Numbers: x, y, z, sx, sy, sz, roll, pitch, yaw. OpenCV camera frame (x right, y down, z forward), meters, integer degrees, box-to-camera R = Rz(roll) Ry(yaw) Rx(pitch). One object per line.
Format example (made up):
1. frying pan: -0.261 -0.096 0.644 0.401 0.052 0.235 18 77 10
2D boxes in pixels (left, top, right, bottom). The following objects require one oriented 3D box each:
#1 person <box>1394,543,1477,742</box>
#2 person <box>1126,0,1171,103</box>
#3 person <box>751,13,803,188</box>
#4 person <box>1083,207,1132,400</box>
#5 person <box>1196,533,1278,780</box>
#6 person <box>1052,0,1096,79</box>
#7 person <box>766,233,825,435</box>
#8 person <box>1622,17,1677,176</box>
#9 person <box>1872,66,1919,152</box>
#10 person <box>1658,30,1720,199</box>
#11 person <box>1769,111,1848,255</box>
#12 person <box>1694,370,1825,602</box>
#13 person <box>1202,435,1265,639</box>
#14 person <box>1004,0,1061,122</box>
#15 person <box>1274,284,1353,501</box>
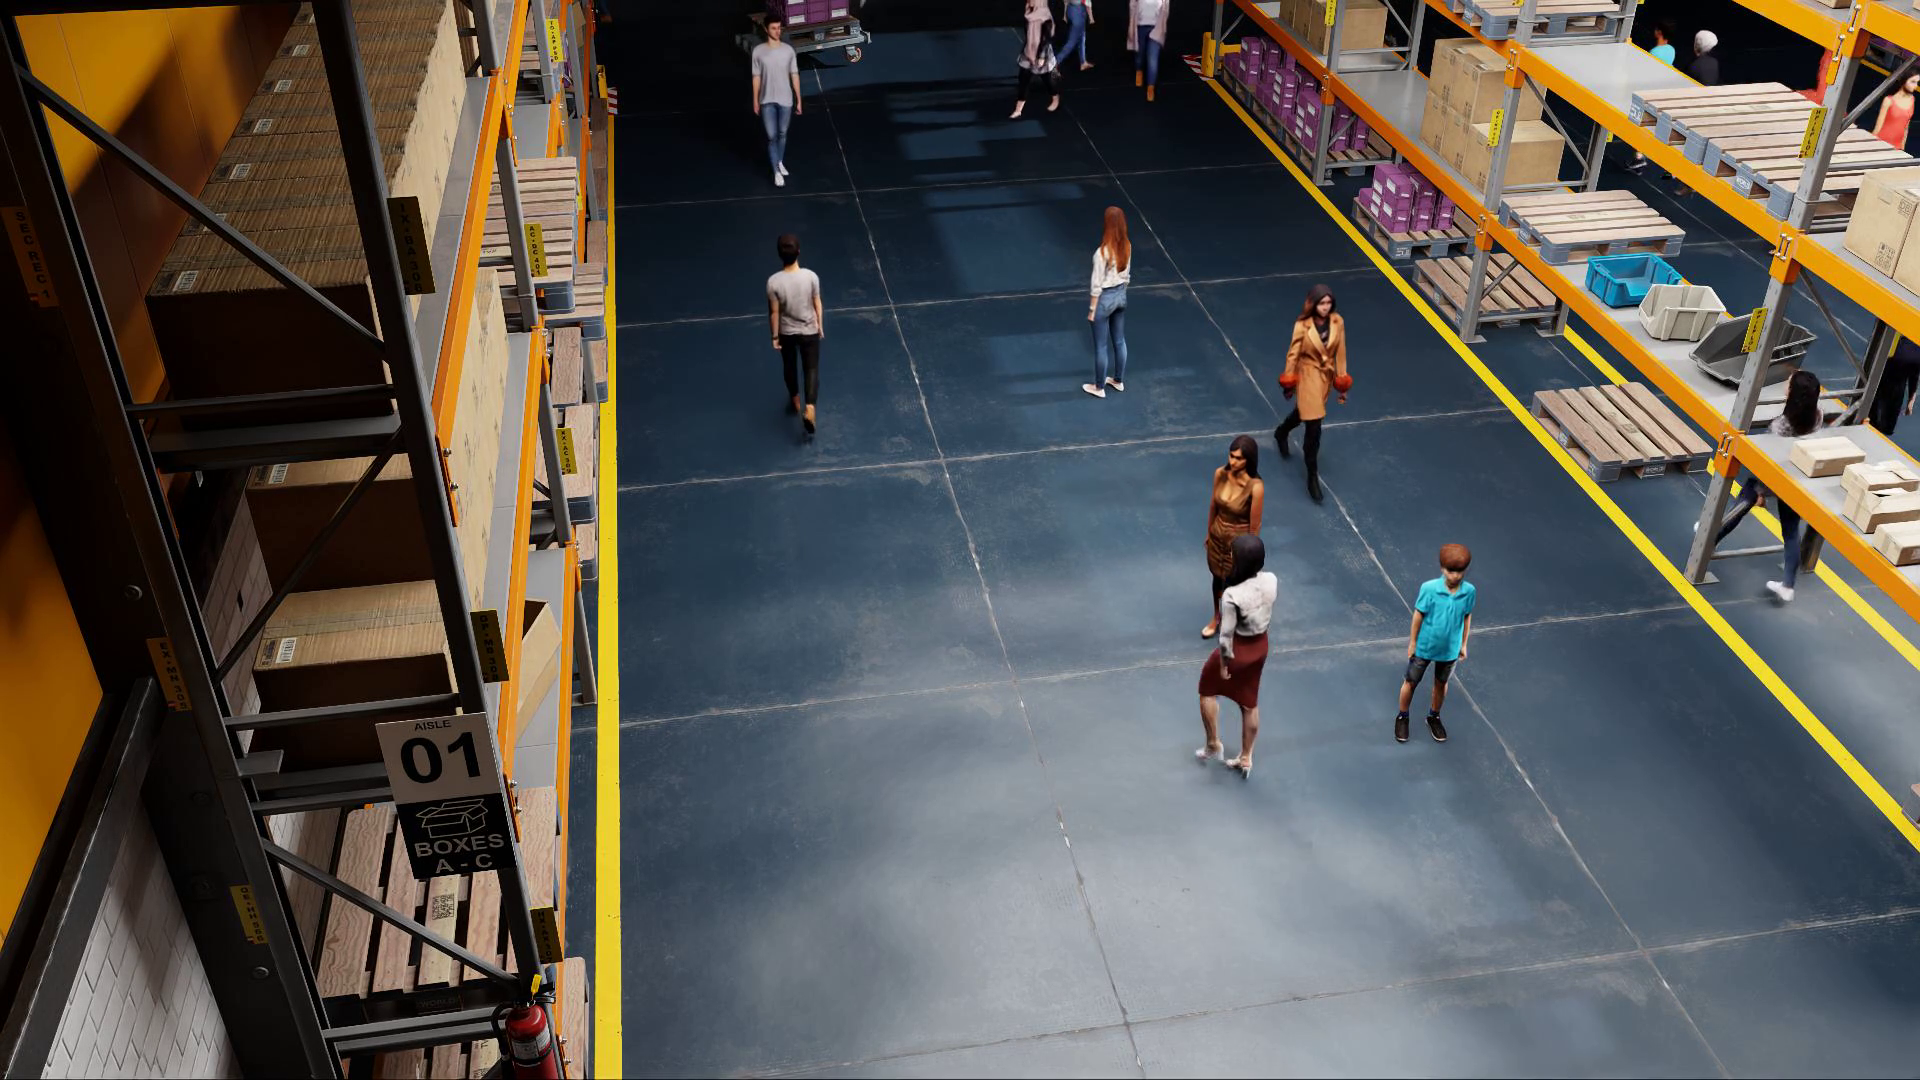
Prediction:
1. person: 3.035 0.639 10.580 0.555 1.448 0.529 0 34 0
2. person: 2.370 -6.500 21.087 0.901 1.707 1.197 4 34 6
3. person: -2.099 -4.962 18.635 0.834 1.859 1.038 -15 36 -21
4. person: 1.299 -2.061 14.388 0.649 1.729 0.660 -25 41 -33
5. person: 1.770 0.760 10.136 0.714 1.738 0.742 -18 38 -25
6. person: 1.456 -6.804 21.659 0.924 1.580 1.089 -19 38 -26
7. person: -1.353 -1.708 13.890 0.695 1.693 1.069 -1 34 -2
8. person: 7.807 -4.932 18.679 0.739 1.762 0.759 -21 39 -28
9. person: 9.699 -4.164 17.572 0.674 1.707 0.652 -15 36 -21
10. person: 7.803 -4.441 17.460 0.909 1.760 0.957 -18 38 -25
11. person: 8.630 -3.607 16.809 0.714 1.624 0.612 -19 38 -26
12. person: 5.913 -0.353 11.865 0.670 1.679 1.170 -7 34 -10
13. person: 1.858 0.022 11.295 0.701 1.684 0.607 -27 42 -35
14. person: 1.017 -5.935 20.344 1.058 1.588 1.139 -25 41 -32
15. person: 2.768 -1.259 13.226 0.778 1.679 1.205 -9 35 -13
